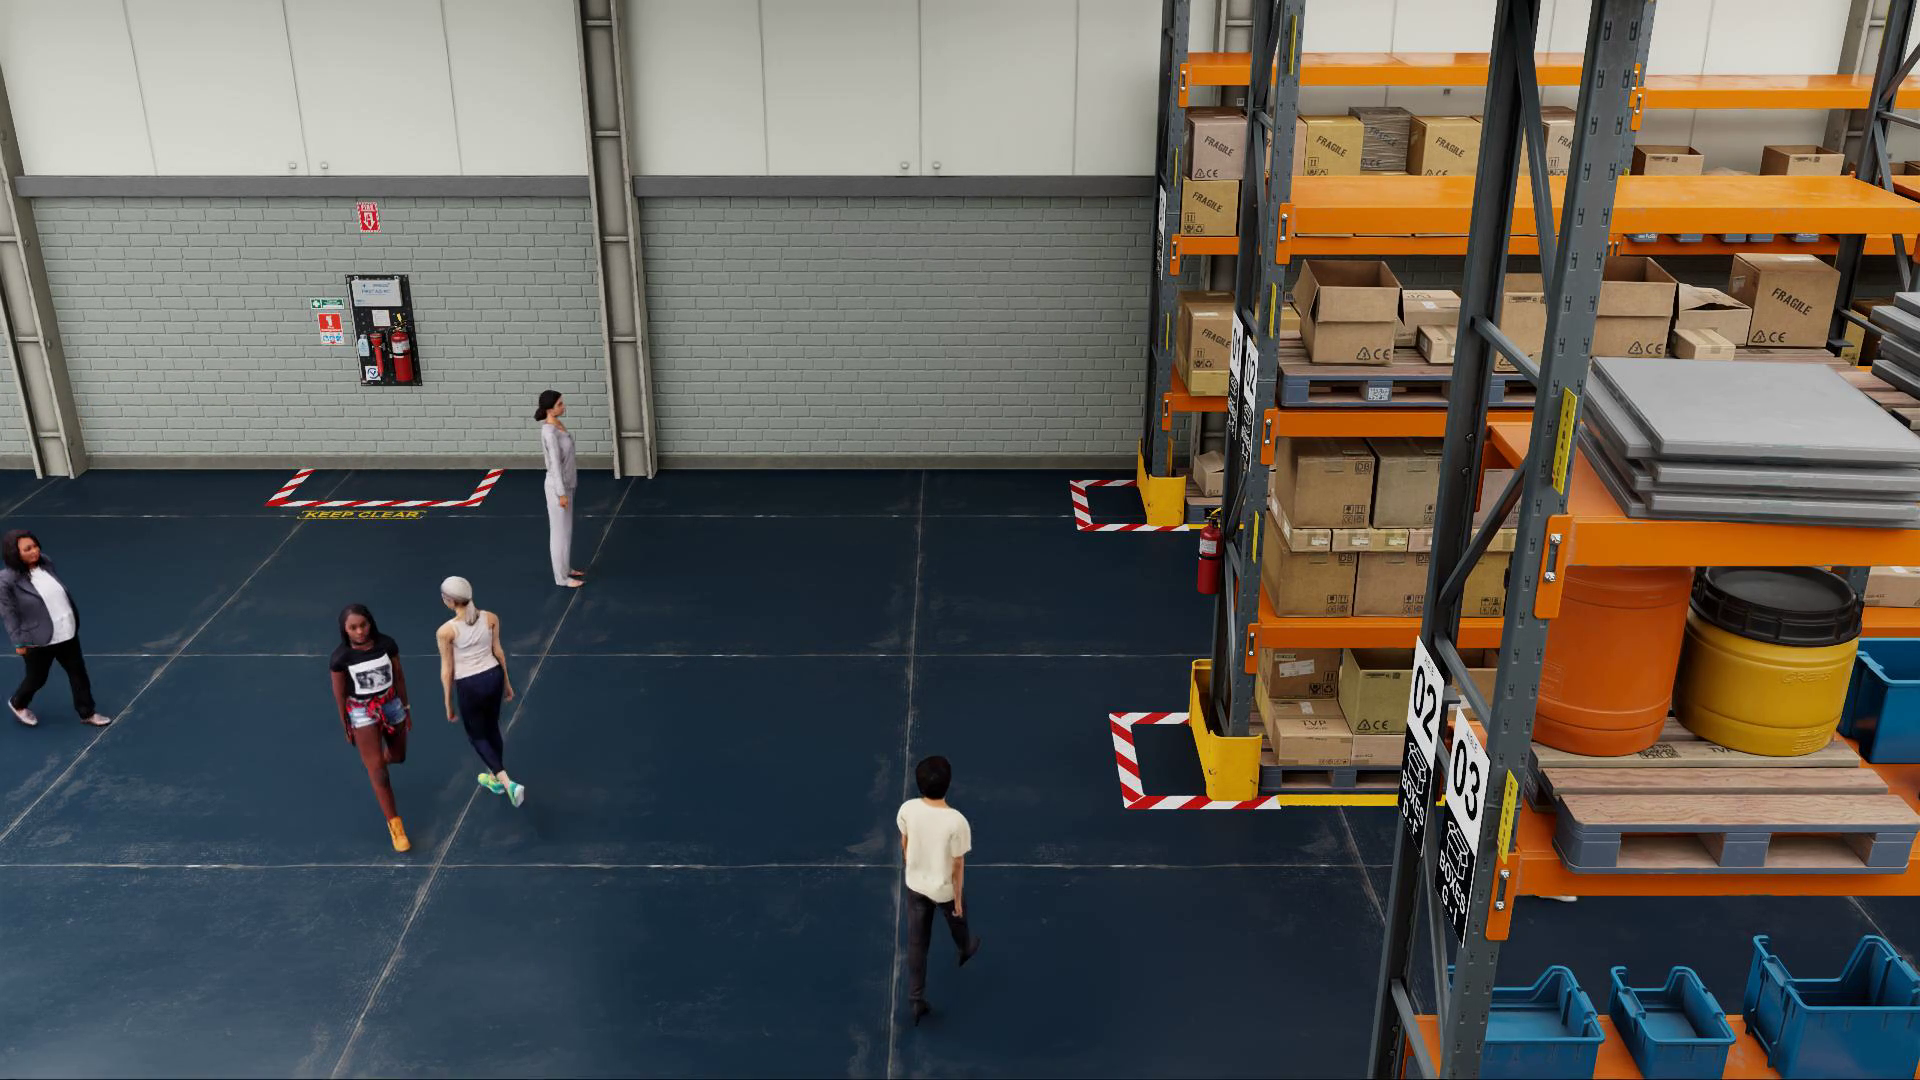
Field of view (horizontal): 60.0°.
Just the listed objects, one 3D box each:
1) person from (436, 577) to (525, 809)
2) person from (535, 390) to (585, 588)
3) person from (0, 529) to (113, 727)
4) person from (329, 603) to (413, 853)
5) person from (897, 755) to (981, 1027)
[{"bbox_3d":[-3.170,1.066,11.096,1.053,1.676,1.076,-16,28,-34],"label":"person"},{"bbox_3d":[-3.511,-0.463,14.567,0.552,1.773,0.608,-2,23,-5],"label":"person"},{"bbox_3d":[-6.761,0.666,12.159,1.088,1.581,0.849,7,24,15],"label":"person"},{"bbox_3d":[-3.843,1.160,10.849,1.073,1.697,1.090,-19,29,-37],"label":"person"},{"bbox_3d":[-0.167,1.961,9.147,1.017,1.555,0.899,9,25,20],"label":"person"}]
